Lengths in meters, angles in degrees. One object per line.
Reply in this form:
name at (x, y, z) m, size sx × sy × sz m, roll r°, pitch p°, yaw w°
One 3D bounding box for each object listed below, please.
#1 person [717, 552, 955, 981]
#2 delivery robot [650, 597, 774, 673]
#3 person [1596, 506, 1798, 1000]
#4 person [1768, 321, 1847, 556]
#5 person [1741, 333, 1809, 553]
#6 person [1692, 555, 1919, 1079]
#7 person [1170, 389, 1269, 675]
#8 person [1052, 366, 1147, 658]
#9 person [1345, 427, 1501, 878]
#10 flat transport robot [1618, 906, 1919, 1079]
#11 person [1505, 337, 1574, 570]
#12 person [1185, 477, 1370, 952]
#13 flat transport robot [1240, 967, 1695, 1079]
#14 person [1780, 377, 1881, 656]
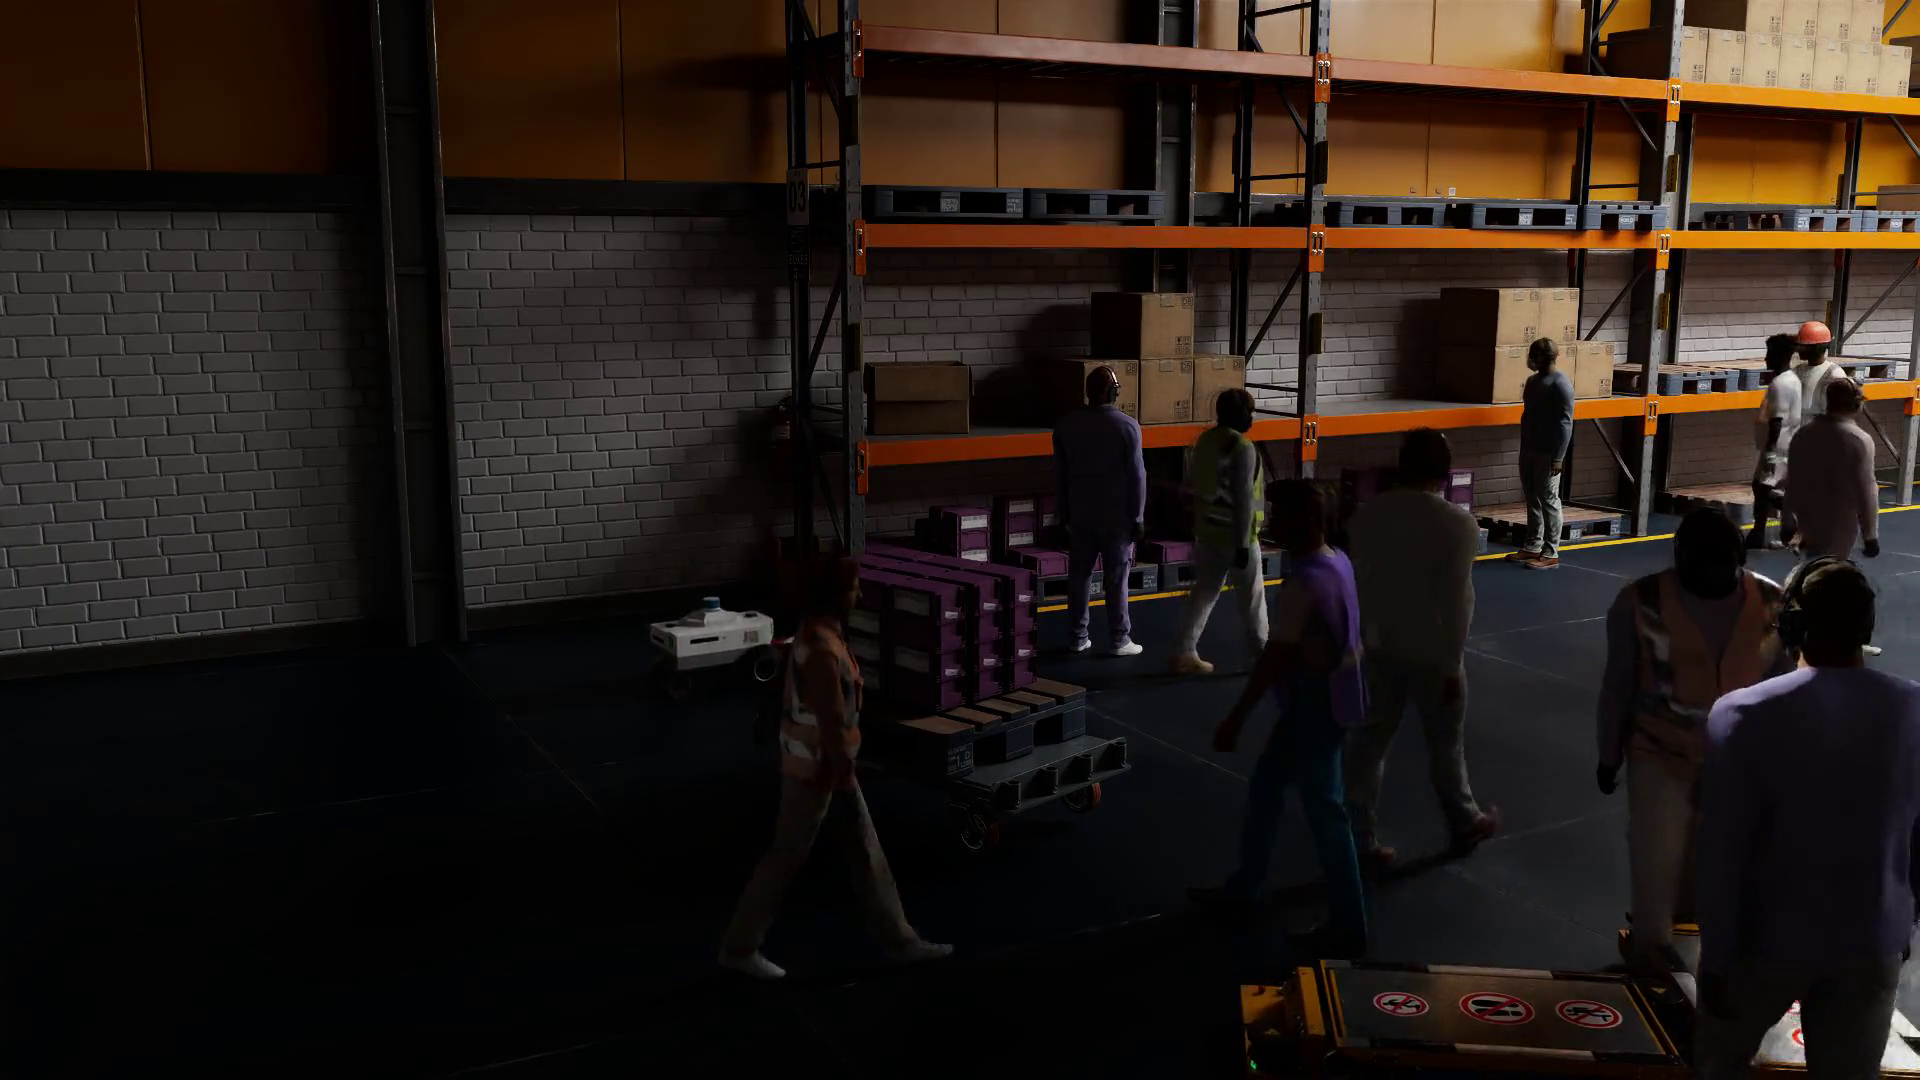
person at (-0.492, 0.825, 5.986) m, size 0.864 × 1.591 × 0.548 m, roll 0°, pitch 10°, yaw -1°
delivery robot at (-1.500, 0.588, 10.064) m, size 0.707 × 0.478 × 0.477 m, roll -6°, pitch 12°, yaw -31°
person at (2.566, 0.757, 5.843) m, size 0.639 × 1.798 × 0.678 m, roll 1°, pitch 10°, yaw 4°
person at (7.391, -0.879, 14.504) m, size 0.386 × 2.039 × 0.615 m, roll -2°, pitch 10°, yaw -12°
person at (7.127, -0.817, 14.424) m, size 0.706 × 1.942 × 0.636 m, roll 6°, pitch 11°, yaw 30°
person at (2.117, 0.976, 4.208) m, size 0.649 × 1.910 × 0.759 m, roll 1°, pitch 10°, yaw 4°
person at (1.674, -0.027, 10.352) m, size 0.814 × 1.822 × 0.643 m, roll -4°, pitch 11°, yaw -23°
person at (0.931, -0.182, 10.880) m, size 0.640 × 1.909 × 0.409 m, roll 5°, pitch 11°, yaw 29°
person at (2.001, 0.464, 7.157) m, size 0.961 × 1.898 × 0.650 m, roll -8°, pitch 13°, yaw -40°
flat transport robot at (2.699, 1.571, 5.488) m, size 0.652 × 0.197 × 1.431 m, roll 1°, pitch 10°, yaw 7°
person at (4.862, -0.723, 13.901) m, size 0.355 × 1.936 × 0.637 m, roll -2°, pitch 10°, yaw -10°
person at (1.191, 0.656, 6.328) m, size 0.838 × 1.804 × 0.561 m, roll 3°, pitch 10°, yaw 19°
flat transport robot at (1.639, 1.595, 5.353) m, size 1.431 × 0.197 × 0.652 m, roll 1°, pitch 10°, yaw 7°
person at (5.538, -0.115, 10.644) m, size 1.009 × 1.861 × 0.656 m, roll -2°, pitch 10°, yaw -9°
